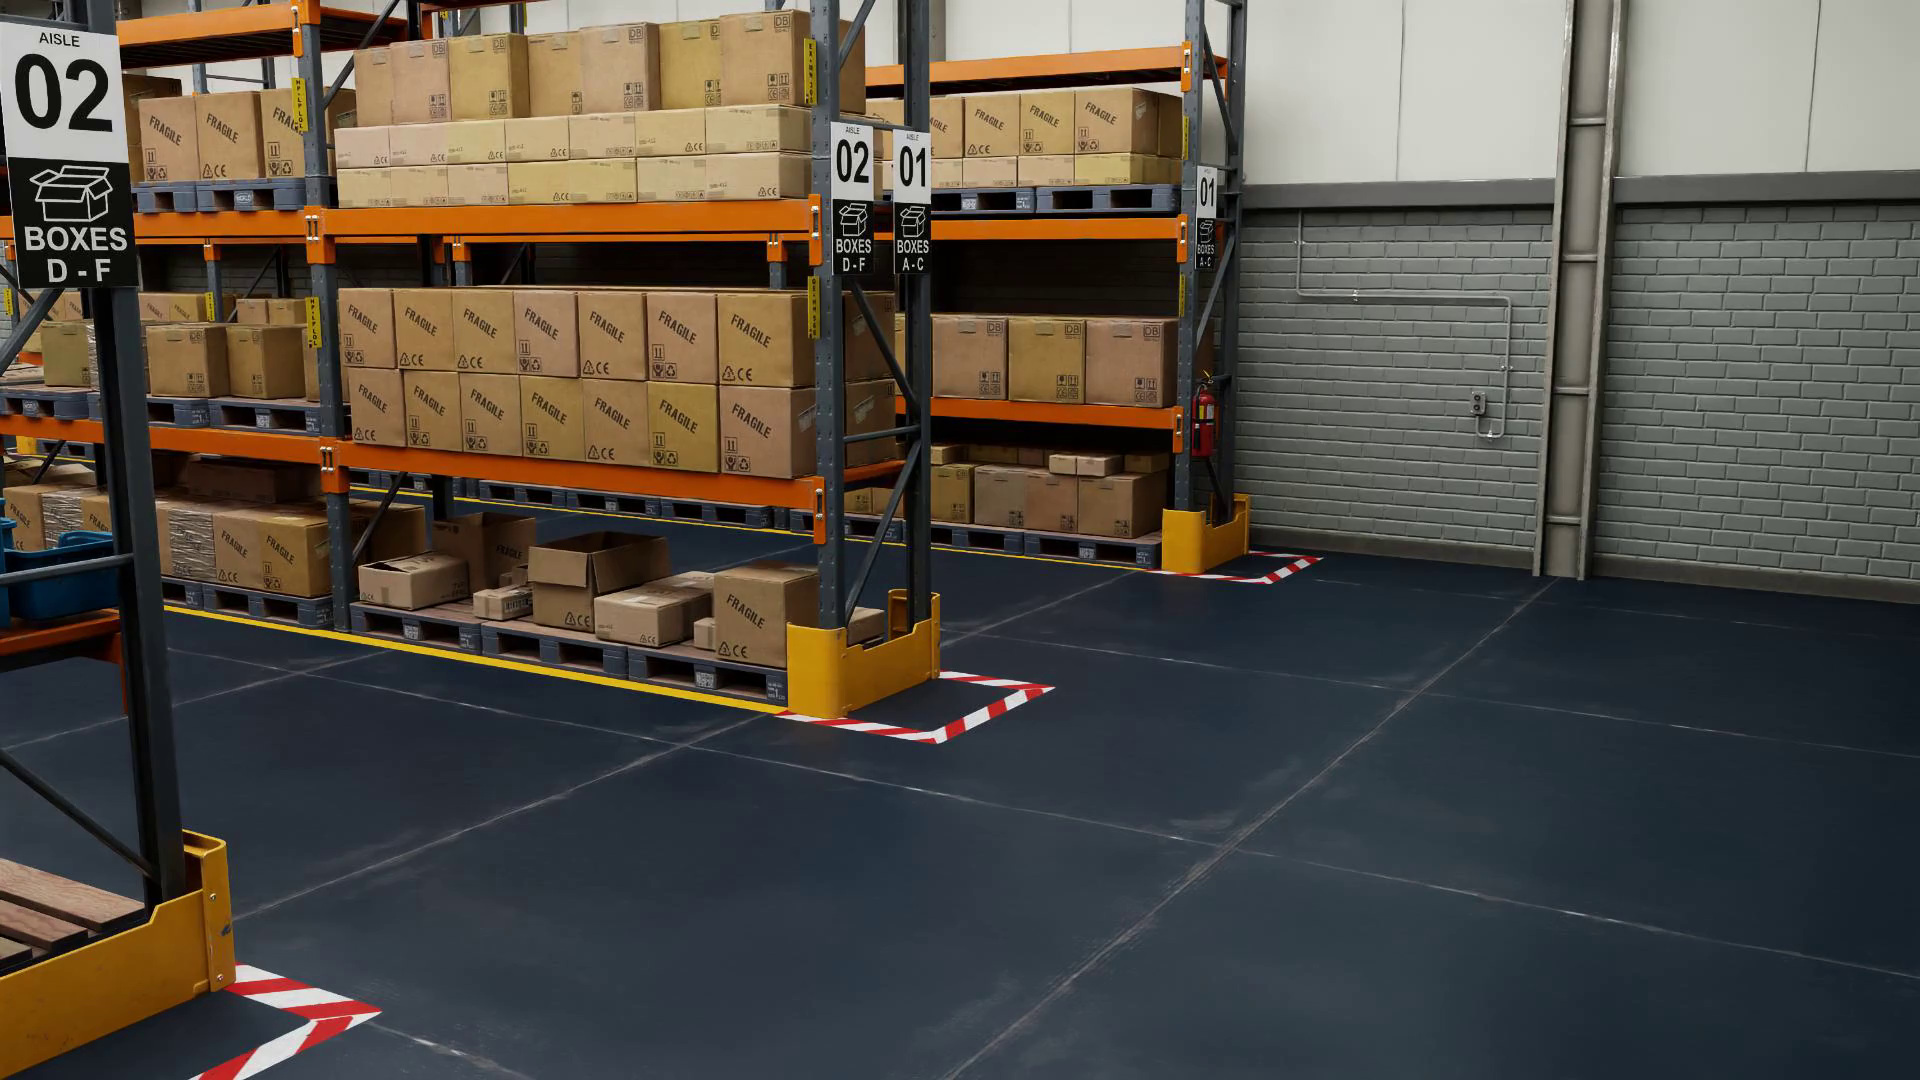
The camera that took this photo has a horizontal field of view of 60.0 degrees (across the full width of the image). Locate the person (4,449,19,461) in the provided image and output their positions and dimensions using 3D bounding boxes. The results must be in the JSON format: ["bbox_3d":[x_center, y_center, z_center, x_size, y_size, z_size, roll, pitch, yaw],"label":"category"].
[{"bbox_3d":[-11.730,-1.776,19.813,0.927,1.883,0.542,3,10,19],"label":"person"}]
